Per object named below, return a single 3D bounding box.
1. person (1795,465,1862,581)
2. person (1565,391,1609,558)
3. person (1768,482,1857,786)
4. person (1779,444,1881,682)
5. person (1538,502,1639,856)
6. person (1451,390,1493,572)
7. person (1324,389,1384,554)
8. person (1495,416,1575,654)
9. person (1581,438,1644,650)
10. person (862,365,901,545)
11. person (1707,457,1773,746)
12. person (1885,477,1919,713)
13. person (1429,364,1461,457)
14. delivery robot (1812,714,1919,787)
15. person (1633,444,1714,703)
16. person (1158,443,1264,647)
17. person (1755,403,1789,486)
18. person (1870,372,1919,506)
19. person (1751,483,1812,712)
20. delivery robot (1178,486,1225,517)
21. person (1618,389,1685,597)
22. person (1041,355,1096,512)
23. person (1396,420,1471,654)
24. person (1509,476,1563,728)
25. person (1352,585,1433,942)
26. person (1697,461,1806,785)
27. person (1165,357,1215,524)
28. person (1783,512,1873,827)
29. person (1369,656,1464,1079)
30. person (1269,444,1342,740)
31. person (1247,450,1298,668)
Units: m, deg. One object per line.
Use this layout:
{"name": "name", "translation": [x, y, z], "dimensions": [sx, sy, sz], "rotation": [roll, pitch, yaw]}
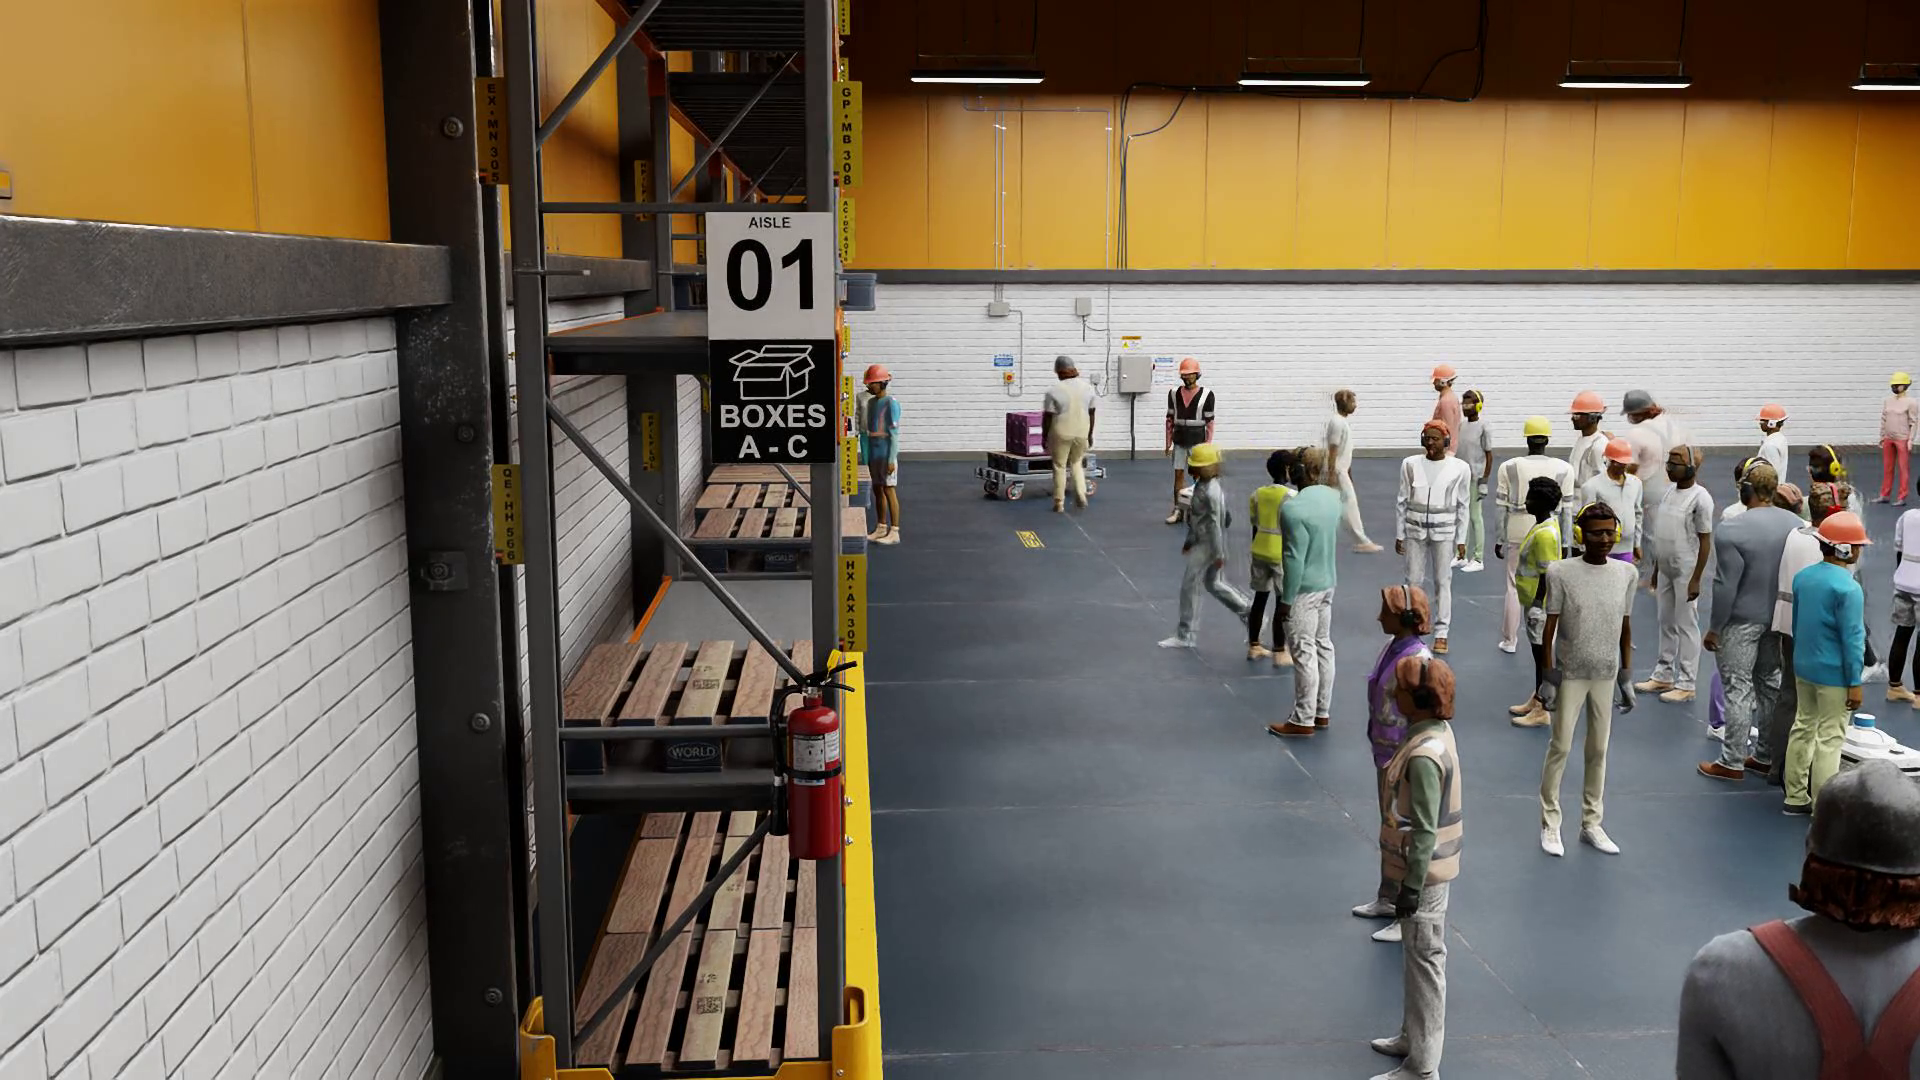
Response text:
{"name": "person", "translation": [6.564, 0.213, 12.654], "dimensions": [0.500, 1.633, 0.280], "rotation": [7, 11, 36]}
{"name": "person", "translation": [5.358, -0.256, 14.319], "dimensions": [0.374, 2.043, 0.612], "rotation": [0, 9, 2]}
{"name": "person", "translation": [4.963, 0.578, 9.692], "dimensions": [0.377, 1.844, 0.569], "rotation": [-2, 9, -11]}
{"name": "person", "translation": [6.408, 0.192, 12.270], "dimensions": [1.006, 1.818, 0.532], "rotation": [-1, 9, -8]}
{"name": "person", "translation": [3.285, 0.724, 8.707], "dimensions": [0.508, 1.872, 0.329], "rotation": [-1, 9, -4]}
{"name": "person", "translation": [5.225, -0.608, 17.079], "dimensions": [0.321, 1.867, 0.532], "rotation": [-4, 10, -23]}
{"name": "person", "translation": [4.195, -0.751, 18.205], "dimensions": [0.878, 1.803, 0.532], "rotation": [3, 9, 15]}
{"name": "person", "translation": [4.581, -0.033, 13.313], "dimensions": [0.586, 1.920, 0.397], "rotation": [2, 9, 14]}
{"name": "person", "translation": [5.274, 0.038, 13.434], "dimensions": [0.574, 1.738, 0.352], "rotation": [-3, 10, -18]}
{"name": "person", "translation": [-0.907, -0.956, 18.759], "dimensions": [0.401, 2.034, 0.601], "rotation": [-6, 11, -31]}
{"name": "person", "translation": [5.101, 0.394, 10.809], "dimensions": [0.328, 1.861, 0.513], "rotation": [9, 12, 43]}
{"name": "person", "translation": [6.723, 0.348, 11.607], "dimensions": [0.322, 1.696, 0.536], "rotation": [-1, 9, -6]}
{"name": "person", "translation": [5.706, -1.082, 19.657], "dimensions": [0.396, 1.992, 0.623], "rotation": [3, 10, 20]}
{"name": "delivery robot", "translation": [5.084, 1.226, 9.378], "dimensions": [0.477, 0.478, 0.707], "rotation": [-2, 9, -11]}
{"name": "person", "translation": [5.112, 0.236, 11.847], "dimensions": [0.345, 1.847, 0.504], "rotation": [-2, 9, -12]}
{"name": "person", "translation": [2.060, 0.046, 13.469], "dimensions": [0.805, 1.702, 0.501], "rotation": [1, 9, 4]}
{"name": "person", "translation": [8.127, -0.499, 16.746], "dimensions": [0.324, 1.752, 0.562], "rotation": [5, 10, 29]}
{"name": "person", "translation": [12.337, -1.327, 21.908], "dimensions": [0.327, 1.769, 0.525], "rotation": [-3, 9, -18]}
{"name": "person", "translation": [5.578, 0.419, 11.341], "dimensions": [0.516, 1.638, 0.317], "rotation": [8, 12, 40]}
{"name": "delivery robot", "translation": [2.918, -0.488, 20.140], "dimensions": [0.477, 0.478, 0.707], "rotation": [-3, 9, -17]}
{"name": "person", "translation": [6.446, -0.484, 15.753], "dimensions": [0.752, 2.000, 0.945], "rotation": [-6, 11, -31]}
{"name": "person", "translation": [1.361, -1.373, 21.338], "dimensions": [0.700, 2.000, 0.539], "rotation": [-4, 10, -23]}
{"name": "person", "translation": [3.789, -0.028, 13.390], "dimensions": [0.572, 1.883, 0.356], "rotation": [5, 10, 27]}
{"name": "person", "translation": [3.893, 0.414, 11.191], "dimensions": [0.319, 1.697, 0.533], "rotation": [3, 10, 18]}
{"name": "person", "translation": [2.016, 1.011, 7.621], "dimensions": [0.306, 1.639, 0.523], "rotation": [0, 9, -2]}
{"name": "person", "translation": [4.718, 0.494, 9.934], "dimensions": [0.630, 1.940, 0.373], "rotation": [-3, 10, -20]}
{"name": "person", "translation": [2.774, -1.190, 20.186], "dimensions": [0.607, 2.044, 0.377], "rotation": [4, 10, 25]}
{"name": "person", "translation": [4.784, 0.712, 9.141], "dimensions": [0.325, 1.752, 0.563], "rotation": [-1, 9, -4]}
{"name": "person", "translation": [1.715, 1.235, 6.218], "dimensions": [0.309, 1.641, 0.514], "rotation": [3, 9, 16]}
{"name": "person", "translation": [2.265, 0.339, 10.909], "dimensions": [0.378, 1.940, 0.628], "rotation": [7, 12, 39]}
{"name": "person", "translation": [2.462, 0.138, 12.973], "dimensions": [0.322, 1.691, 0.544], "rotation": [-6, 11, -33]}
